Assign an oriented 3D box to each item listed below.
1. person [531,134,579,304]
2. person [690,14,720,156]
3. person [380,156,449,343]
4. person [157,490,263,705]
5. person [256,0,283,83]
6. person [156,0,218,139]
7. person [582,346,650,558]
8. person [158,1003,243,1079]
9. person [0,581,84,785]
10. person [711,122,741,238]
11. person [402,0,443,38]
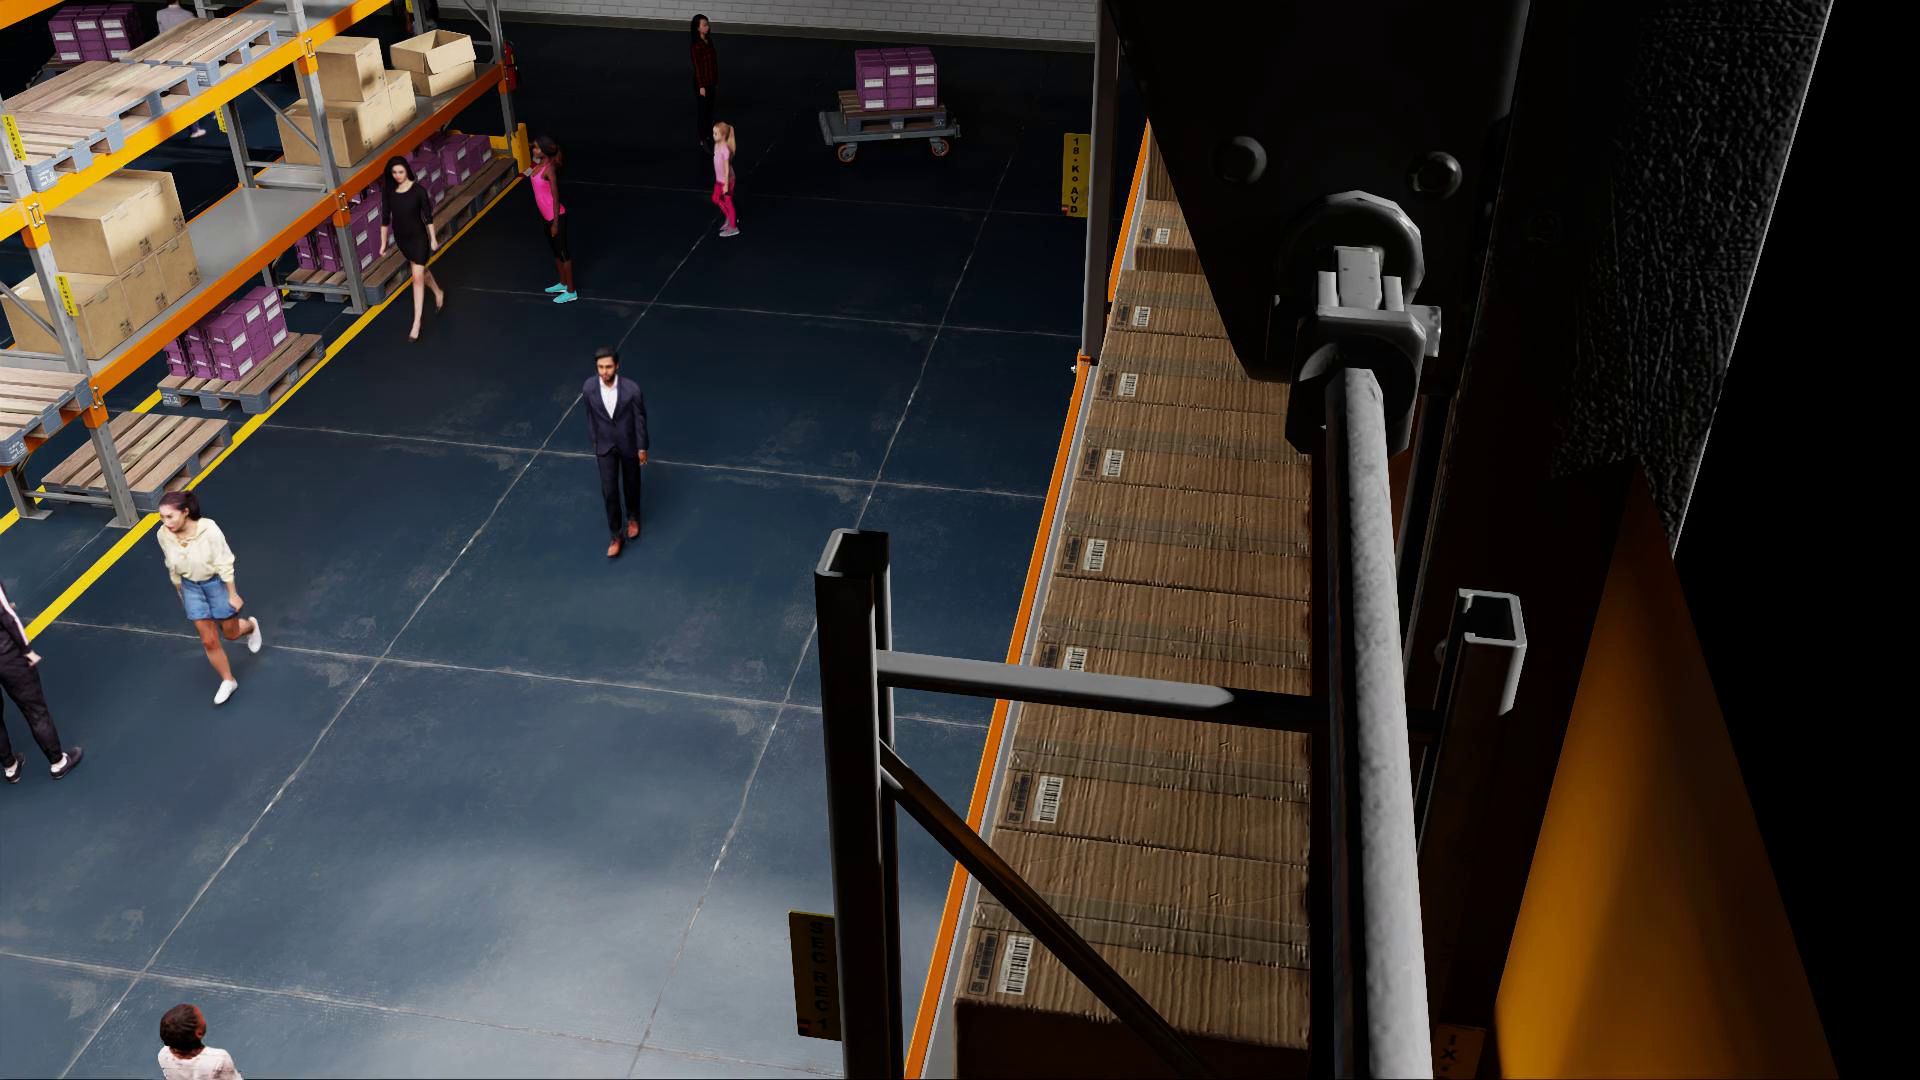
[{"bbox_3d":[-4.050,-3.220,16.598,0.717,1.720,0.646,-16,37,-23],"label":"person"},{"bbox_3d":[-3.104,-5.523,20.118,0.666,1.658,0.478,9,35,14],"label":"person"},{"bbox_3d":[-5.227,-2.864,16.041,0.641,1.744,1.139,8,34,11],"label":"person"},{"bbox_3d":[-5.102,0.315,11.373,0.710,1.616,0.930,1,34,1],"label":"person"},{"bbox_3d":[-9.067,-6.990,22.205,0.780,1.791,1.091,9,35,13],"label":"person"},{"bbox_3d":[-9.557,-5.864,20.503,0.699,1.801,1.163,6,34,9],"label":"person"},{"bbox_3d":[-2.625,-0.774,12.933,0.728,1.704,0.874,-1,34,-2],"label":"person"},{"bbox_3d":[-3.530,2.758,7.859,0.583,1.437,0.783,8,34,11],"label":"person"},{"bbox_3d":[-6.102,0.767,10.494,0.733,1.836,0.674,-3,34,-4],"label":"person"},{"bbox_3d":[-2.501,-3.932,18.082,0.640,1.263,0.577,-19,38,-26],"label":"person"},{"bbox_3d":[-7.244,-7.022,22.243,0.932,1.802,0.866,26,42,34],"label":"person"}]
